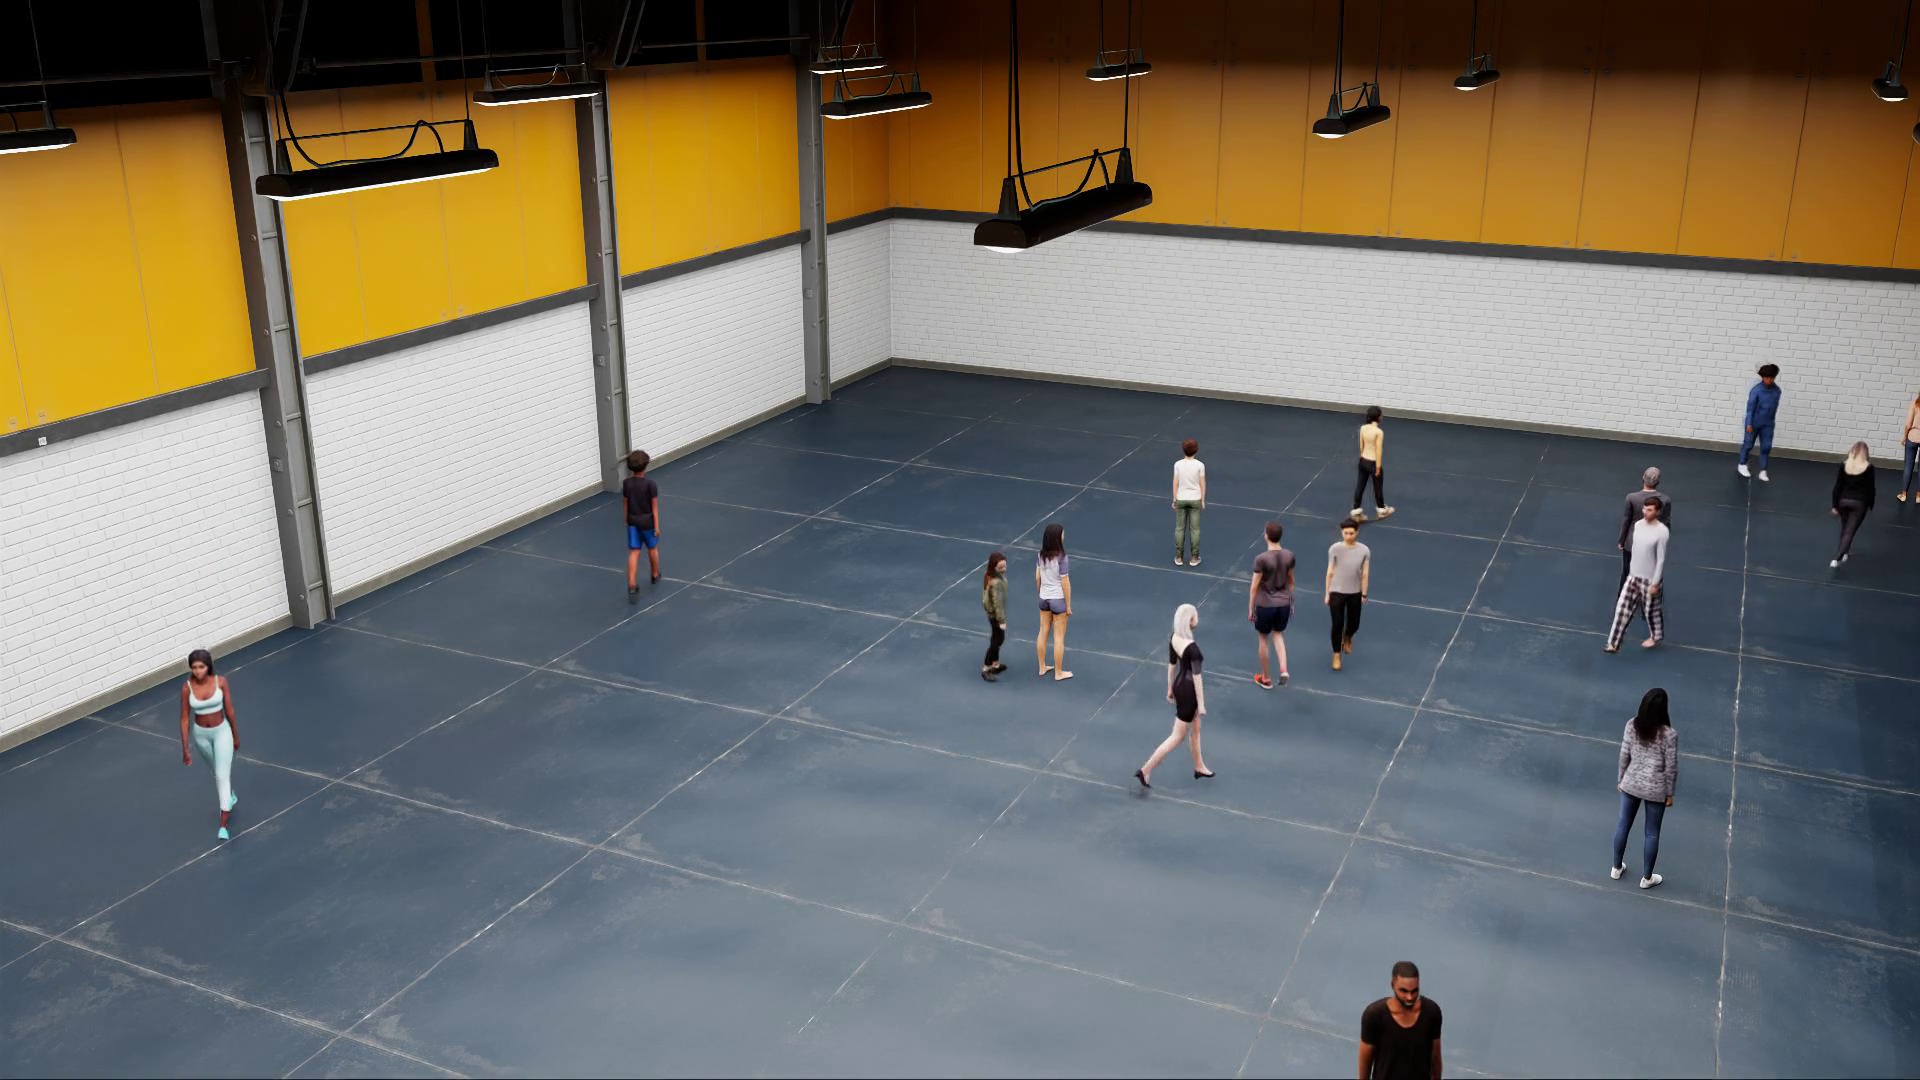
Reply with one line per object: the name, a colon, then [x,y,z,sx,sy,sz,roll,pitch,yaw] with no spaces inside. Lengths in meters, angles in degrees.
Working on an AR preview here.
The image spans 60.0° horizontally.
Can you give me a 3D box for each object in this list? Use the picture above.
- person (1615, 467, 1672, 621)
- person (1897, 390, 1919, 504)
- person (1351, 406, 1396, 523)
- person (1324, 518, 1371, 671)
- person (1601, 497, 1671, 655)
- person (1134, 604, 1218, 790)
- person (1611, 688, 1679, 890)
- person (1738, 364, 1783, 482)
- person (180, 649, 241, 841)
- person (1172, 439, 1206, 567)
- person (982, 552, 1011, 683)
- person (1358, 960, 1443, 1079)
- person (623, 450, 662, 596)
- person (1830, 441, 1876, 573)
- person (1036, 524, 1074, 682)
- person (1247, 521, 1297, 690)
person: [8.005,0.028,19.485,0.745,1.842,0.659,5,19,14]
person: [13.777,-1.422,23.870,0.579,1.791,0.511,8,20,22]
person: [5.591,-1.022,22.920,1.070,1.640,0.913,-13,22,-33]
person: [4.206,0.554,18.154,0.733,1.695,0.889,3,19,9]
person: [7.651,0.411,18.424,1.253,1.794,1.081,-11,21,-29]
person: [1.989,1.479,15.249,1.186,1.795,1.085,-8,20,-22]
person: [5.649,2.027,13.722,0.671,1.732,0.628,17,25,40]
person: [12.002,-1.796,24.997,0.923,1.781,1.073,-2,19,-6]
person: [-6.571,1.745,14.653,1.096,1.672,1.204,-5,19,-15]
person: [2.927,-0.488,21.313,0.620,1.654,0.596,4,19,13]
person: [0.394,0.776,17.872,0.784,1.455,0.625,-5,19,-14]
person: [2.623,3.255,9.985,0.884,1.790,0.993,-1,19,-2]
person: [-3.906,-0.173,20.206,0.894,1.762,1.236,2,19,6]
person: [11.255,-0.385,21.019,1.232,1.646,0.902,-17,25,-41]
person: [1.002,0.648,17.812,0.641,1.734,0.611,17,25,40]
person: [3.316,0.726,17.412,0.885,1.841,0.946,-6,20,-17]
